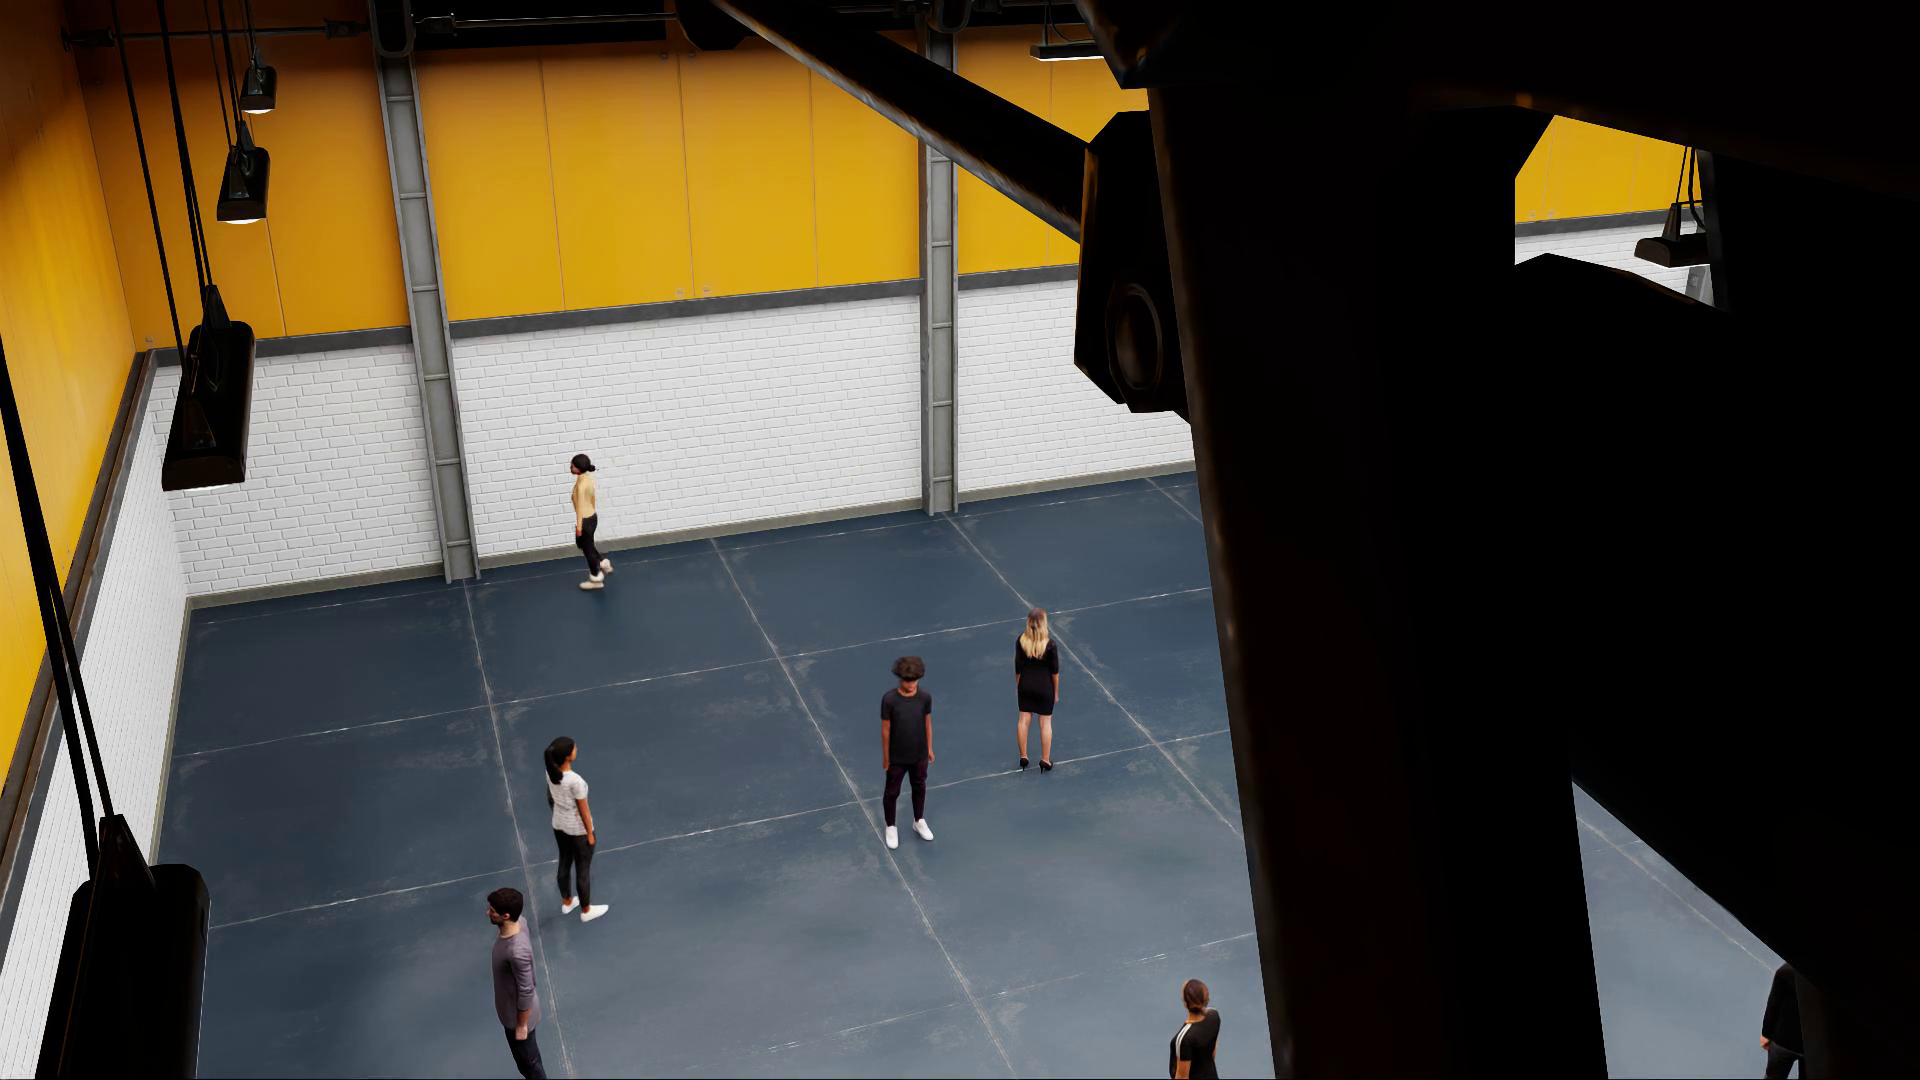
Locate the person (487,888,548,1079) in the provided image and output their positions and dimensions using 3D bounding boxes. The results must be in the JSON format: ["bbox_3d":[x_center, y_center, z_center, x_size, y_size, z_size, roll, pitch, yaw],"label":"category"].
[{"bbox_3d":[-2.973,3.129,11.215,0.534,1.854,0.672,-9,25,-20],"label":"person"}]

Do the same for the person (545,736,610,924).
[{"bbox_3d":[-3.121,2.305,13.359,0.660,1.646,0.690,16,28,33],"label":"person"}]

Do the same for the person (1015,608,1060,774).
[{"bbox_3d":[0.703,1.390,15.415,0.583,1.676,0.672,7,25,17],"label":"person"}]

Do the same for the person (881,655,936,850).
[{"bbox_3d":[-0.462,1.791,14.368,0.495,1.780,0.678,-9,25,-19],"label":"person"}]

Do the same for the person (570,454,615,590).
[{"bbox_3d":[-4.204,-0.210,19.113,0.729,1.646,0.685,-1,24,-3],"label":"person"}]

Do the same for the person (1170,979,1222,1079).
[{"bbox_3d":[1.507,3.497,10.605,0.714,1.668,0.595,20,31,39],"label":"person"}]
